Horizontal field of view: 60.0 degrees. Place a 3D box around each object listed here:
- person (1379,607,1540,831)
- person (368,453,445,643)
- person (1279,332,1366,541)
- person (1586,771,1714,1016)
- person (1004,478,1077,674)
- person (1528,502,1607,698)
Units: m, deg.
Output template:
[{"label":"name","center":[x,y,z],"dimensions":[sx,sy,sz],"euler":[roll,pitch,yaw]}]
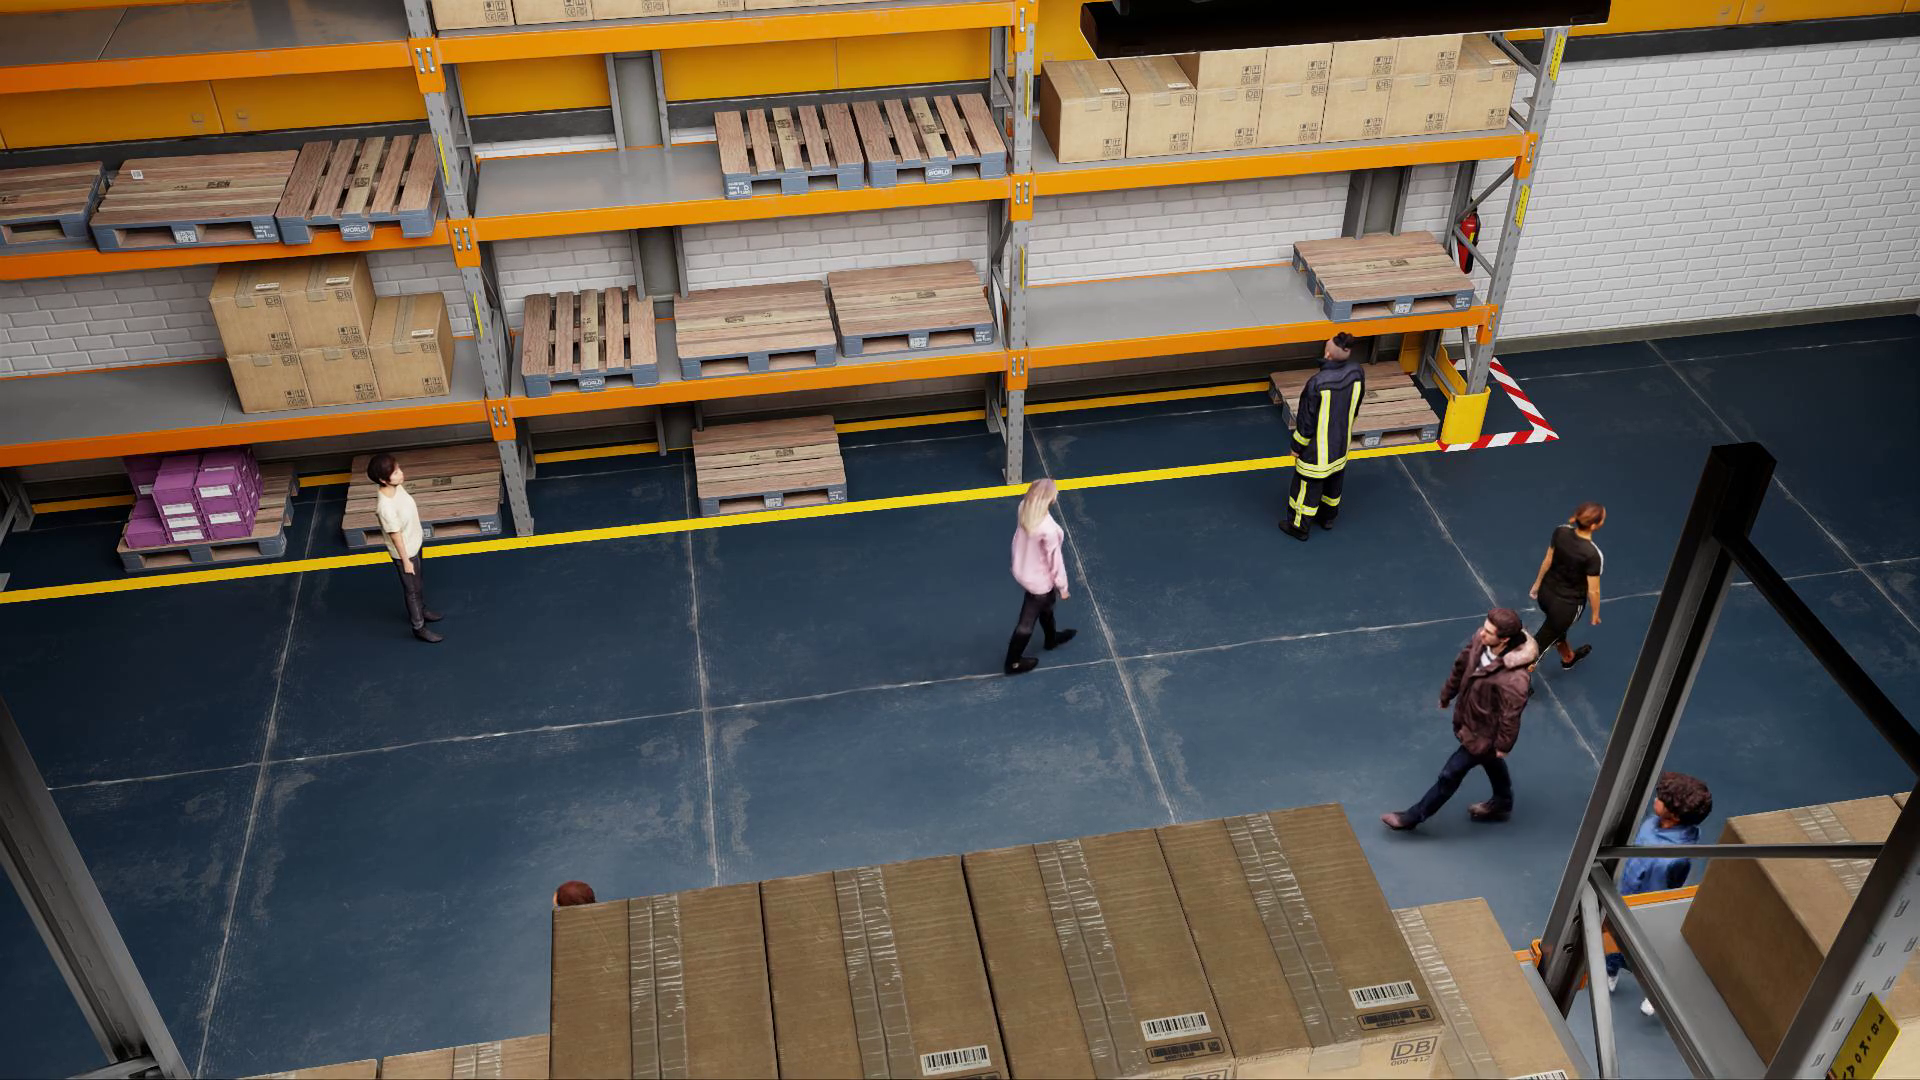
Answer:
[{"label":"person","center":[3.347,1.146,10.412],"dimensions":[1.164,1.790,0.792],"euler":[-4,39,-5]},{"label":"person","center":[-3.982,0.046,11.952],"dimensions":[0.464,1.588,0.595],"euler":[-7,39,-9]},{"label":"person","center":[2.805,-0.817,12.814],"dimensions":[0.761,1.860,0.903],"euler":[-20,43,-23]},{"label":"person","center":[3.917,2.020,9.316],"dimensions":[0.978,1.792,0.882],"euler":[12,40,14]},{"label":"person","center":[0.444,0.281,11.597],"dimensions":[0.933,1.663,0.753],"euler":[-16,41,-19]},{"label":"person","center":[4.045,0.450,11.412],"dimensions":[1.096,1.631,0.727],"euler":[-14,41,-17]}]
